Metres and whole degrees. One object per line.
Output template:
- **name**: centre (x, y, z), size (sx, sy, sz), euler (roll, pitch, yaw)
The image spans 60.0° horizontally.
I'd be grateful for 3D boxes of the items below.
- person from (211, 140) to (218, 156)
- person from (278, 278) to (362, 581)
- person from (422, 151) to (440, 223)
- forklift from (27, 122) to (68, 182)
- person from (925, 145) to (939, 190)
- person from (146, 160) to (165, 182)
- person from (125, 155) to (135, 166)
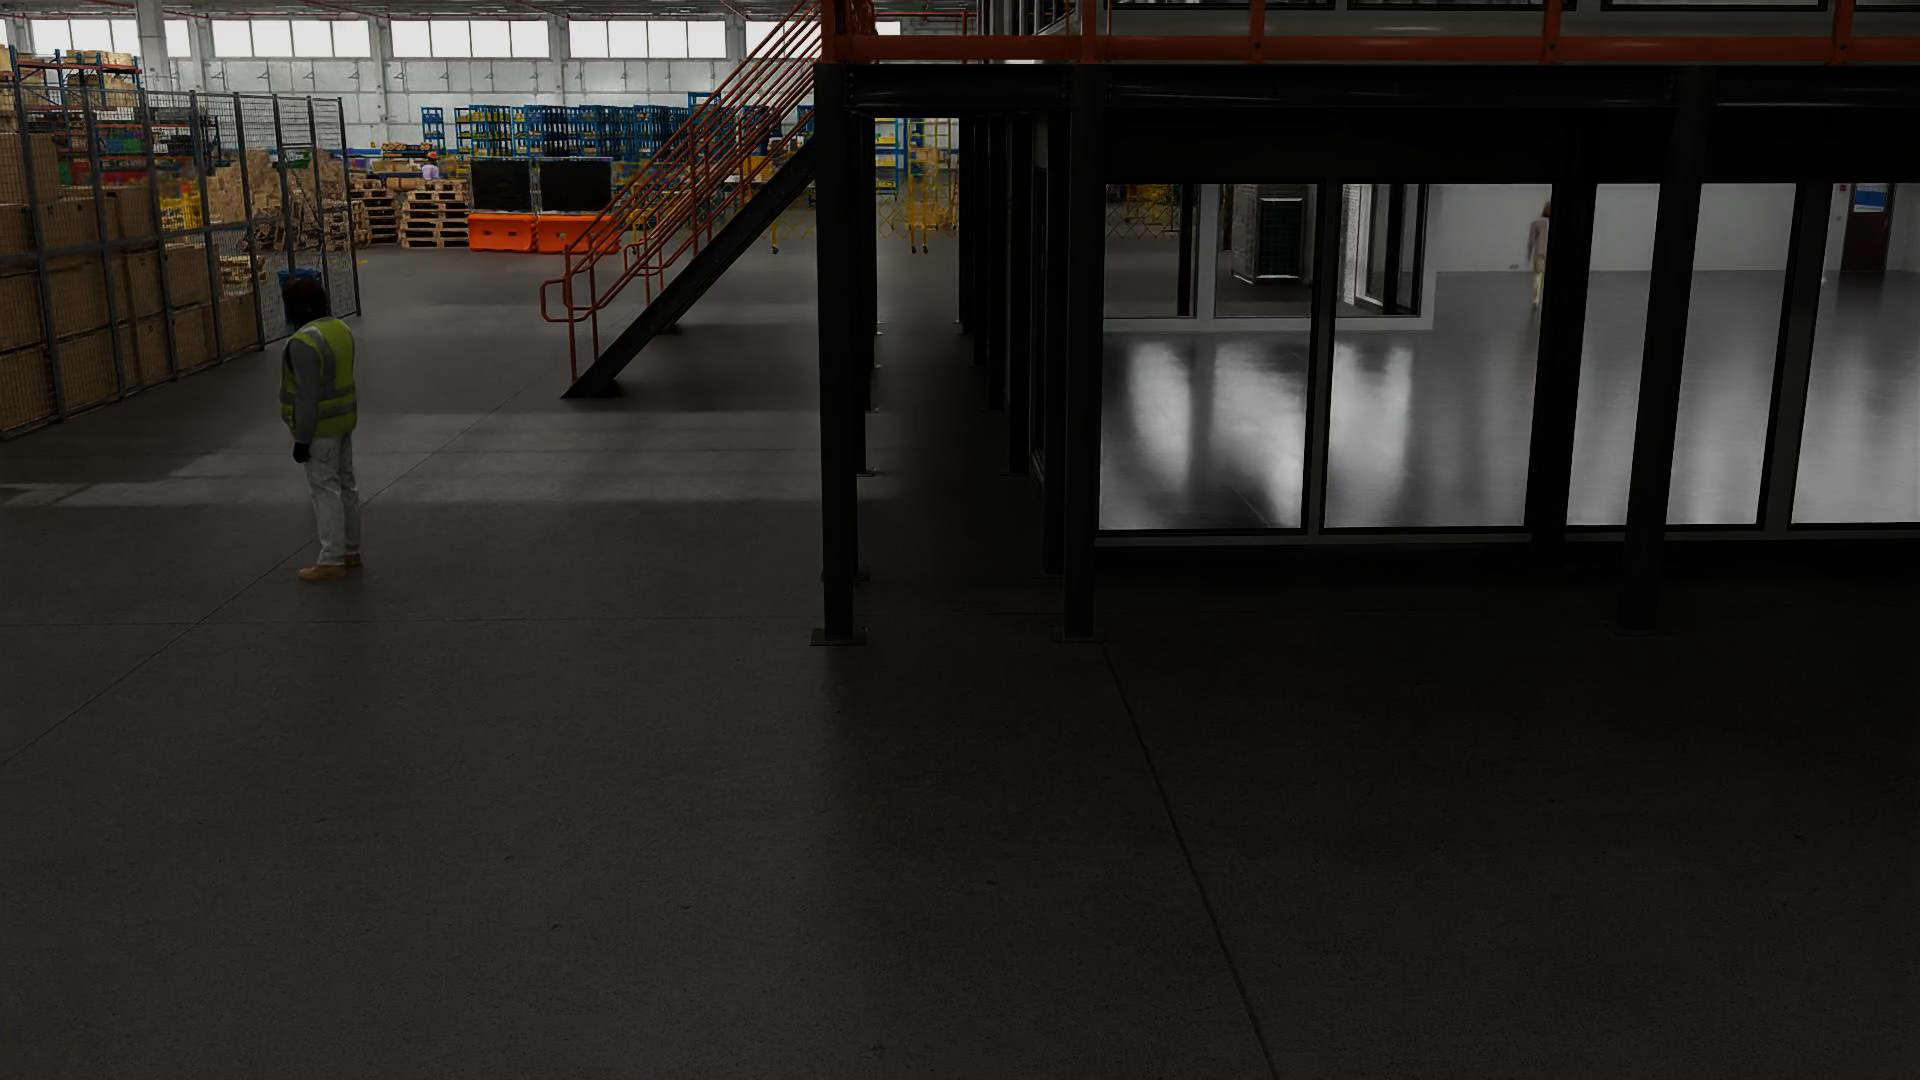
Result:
- **person**: centre (-38.338, -19.624, 85.659), size (0.607, 1.947, 0.406), euler (7, 16, 27)
- **person**: centre (-3.899, -0.671, 10.130), size (0.429, 1.840, 0.624), euler (1, 14, 3)
- **person**: centre (-13.895, -9.219, 43.913), size (0.613, 2.033, 0.430), euler (10, 17, 35)
- **forklift**: centre (-35.376, -14.773, 64.377), size (1.129, 2.768, 1.873), euler (-1, 14, -2)
- **person**: centre (-1.228, -15.796, 70.491), size (0.648, 1.884, 0.750), euler (-13, 19, -43)
- **person**: centre (-23.591, -10.321, 48.914), size (0.532, 1.739, 0.795), euler (0, 14, 1)
- **person**: centre (-39.928, -18.173, 79.995), size (0.564, 1.891, 0.985), euler (0, 14, -1)
